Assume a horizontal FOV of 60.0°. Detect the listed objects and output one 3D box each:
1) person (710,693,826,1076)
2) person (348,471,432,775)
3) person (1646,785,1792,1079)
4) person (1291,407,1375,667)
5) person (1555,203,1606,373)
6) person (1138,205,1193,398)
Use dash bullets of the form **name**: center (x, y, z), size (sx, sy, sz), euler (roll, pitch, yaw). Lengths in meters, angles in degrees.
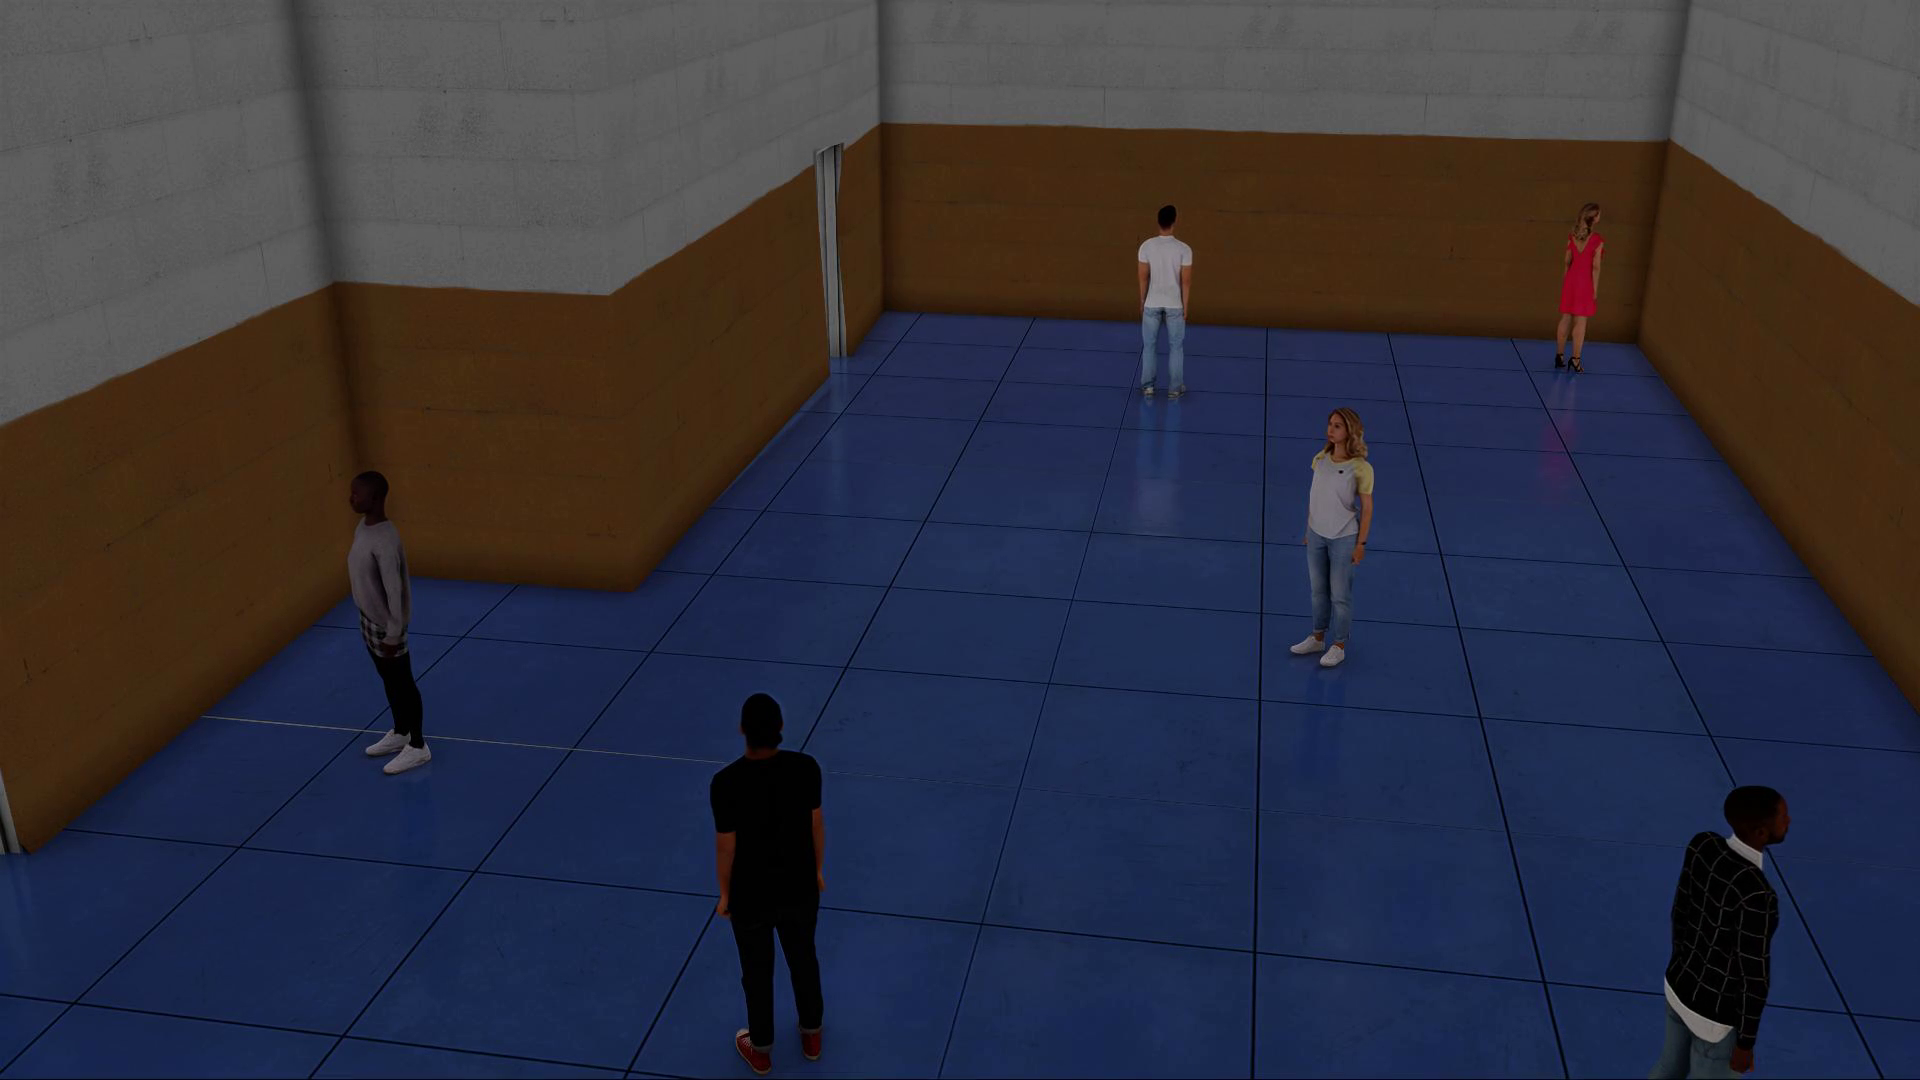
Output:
- **person**: center (-0.785, 1.438, 6.968), size (0.685, 1.758, 0.786), euler (-8, 23, -20)
- **person**: center (-3.238, 0.448, 9.413), size (0.754, 1.772, 0.684), euler (-16, 27, -35)
- **person**: center (2.790, 1.712, 6.203), size (0.656, 1.820, 0.717), euler (-2, 22, -6)
- **person**: center (2.401, -0.022, 10.630), size (0.766, 1.722, 0.689), euler (-17, 27, -36)
- **person**: center (6.349, -2.600, 17.059), size (0.710, 1.728, 0.662), euler (-12, 25, -27)
- **person**: center (1.983, -2.314, 16.161), size (0.528, 1.866, 0.749), euler (6, 23, 14)
